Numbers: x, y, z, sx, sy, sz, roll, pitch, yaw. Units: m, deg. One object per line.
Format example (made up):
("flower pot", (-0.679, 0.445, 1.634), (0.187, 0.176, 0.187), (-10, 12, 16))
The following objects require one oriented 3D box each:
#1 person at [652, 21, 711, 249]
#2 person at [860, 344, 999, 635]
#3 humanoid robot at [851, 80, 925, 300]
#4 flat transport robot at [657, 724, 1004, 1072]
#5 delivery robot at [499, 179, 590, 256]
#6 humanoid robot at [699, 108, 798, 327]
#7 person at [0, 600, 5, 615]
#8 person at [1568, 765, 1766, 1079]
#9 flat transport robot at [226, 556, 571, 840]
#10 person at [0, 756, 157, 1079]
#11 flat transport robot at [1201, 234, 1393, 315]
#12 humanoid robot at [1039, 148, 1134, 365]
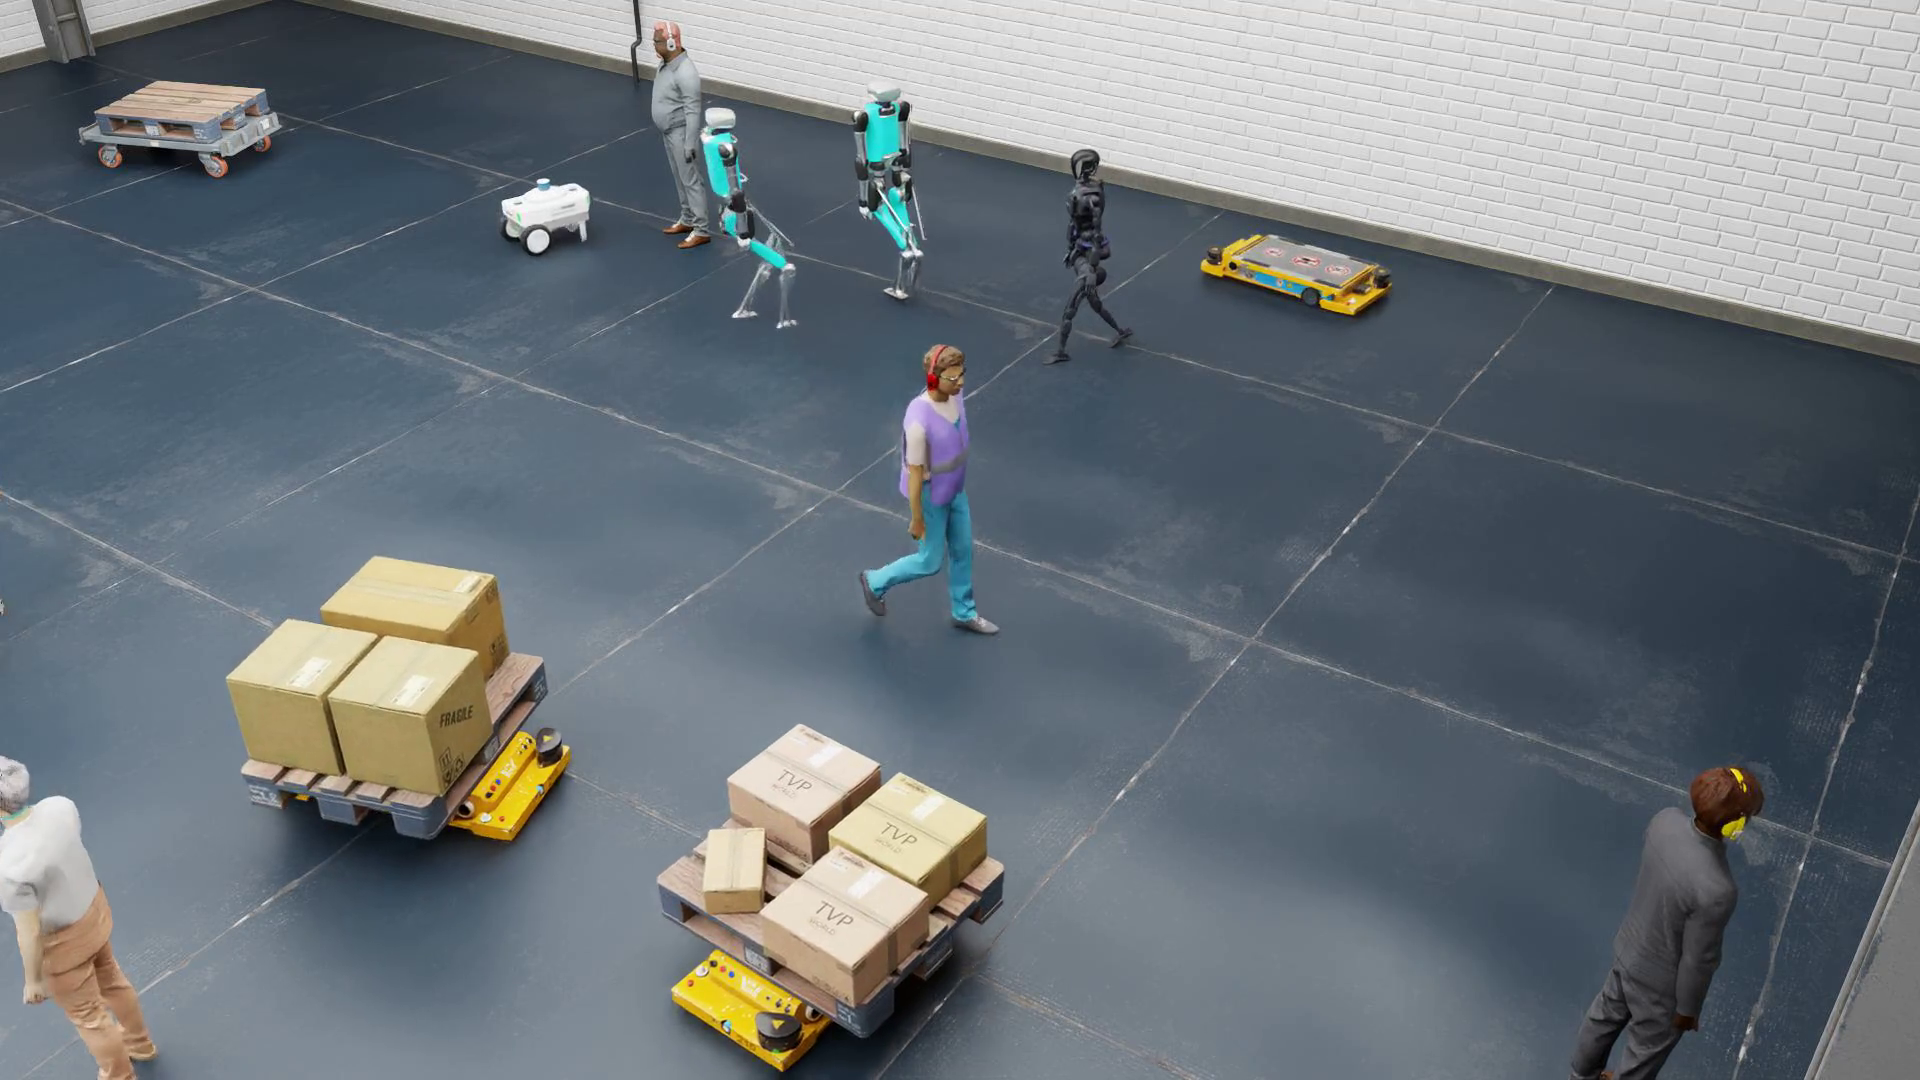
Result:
("person", (-2.388, -3.424, 14.072), (0.404, 1.906, 0.645), (-14, 35, -21))
("person", (-0.169, -0.269, 9.242), (0.741, 1.823, 0.569), (13, 35, 20))
("humanoid robot", (-0.457, -2.618, 13.042), (0.539, 1.868, 0.737), (-26, 41, -35))
("flat transport robot", (-0.570, 1.746, 7.540), (0.659, 0.231, 1.431), (22, 39, 30))
("delivery robot", (-3.578, -2.820, 14.366), (0.752, 0.580, 0.514), (-24, 40, -32))
("humanoid robot", (-1.535, -2.458, 12.755), (0.808, 1.801, 0.533), (-15, 36, -23))
("person", (-5.564, -0.102, 8.996), (0.454, 1.815, 1.004), (-4, 33, -7))
("person", (2.654, 1.601, 6.295), (0.353, 1.866, 0.489), (-4, 33, -6))
("flat transport robot", (-2.790, 1.136, 8.488), (1.431, 0.231, 0.659), (8, 34, 13))
("person", (-3.498, 1.543, 6.502), (0.341, 1.736, 0.515), (-1, 33, -2))
("flat transport robot", (2.770, -2.214, 13.701), (1.431, 0.231, 0.659), (24, 40, 32))
("humanoid robot", (0.964, -2.097, 12.271), (0.798, 1.632, 0.608), (-9, 34, -13))
